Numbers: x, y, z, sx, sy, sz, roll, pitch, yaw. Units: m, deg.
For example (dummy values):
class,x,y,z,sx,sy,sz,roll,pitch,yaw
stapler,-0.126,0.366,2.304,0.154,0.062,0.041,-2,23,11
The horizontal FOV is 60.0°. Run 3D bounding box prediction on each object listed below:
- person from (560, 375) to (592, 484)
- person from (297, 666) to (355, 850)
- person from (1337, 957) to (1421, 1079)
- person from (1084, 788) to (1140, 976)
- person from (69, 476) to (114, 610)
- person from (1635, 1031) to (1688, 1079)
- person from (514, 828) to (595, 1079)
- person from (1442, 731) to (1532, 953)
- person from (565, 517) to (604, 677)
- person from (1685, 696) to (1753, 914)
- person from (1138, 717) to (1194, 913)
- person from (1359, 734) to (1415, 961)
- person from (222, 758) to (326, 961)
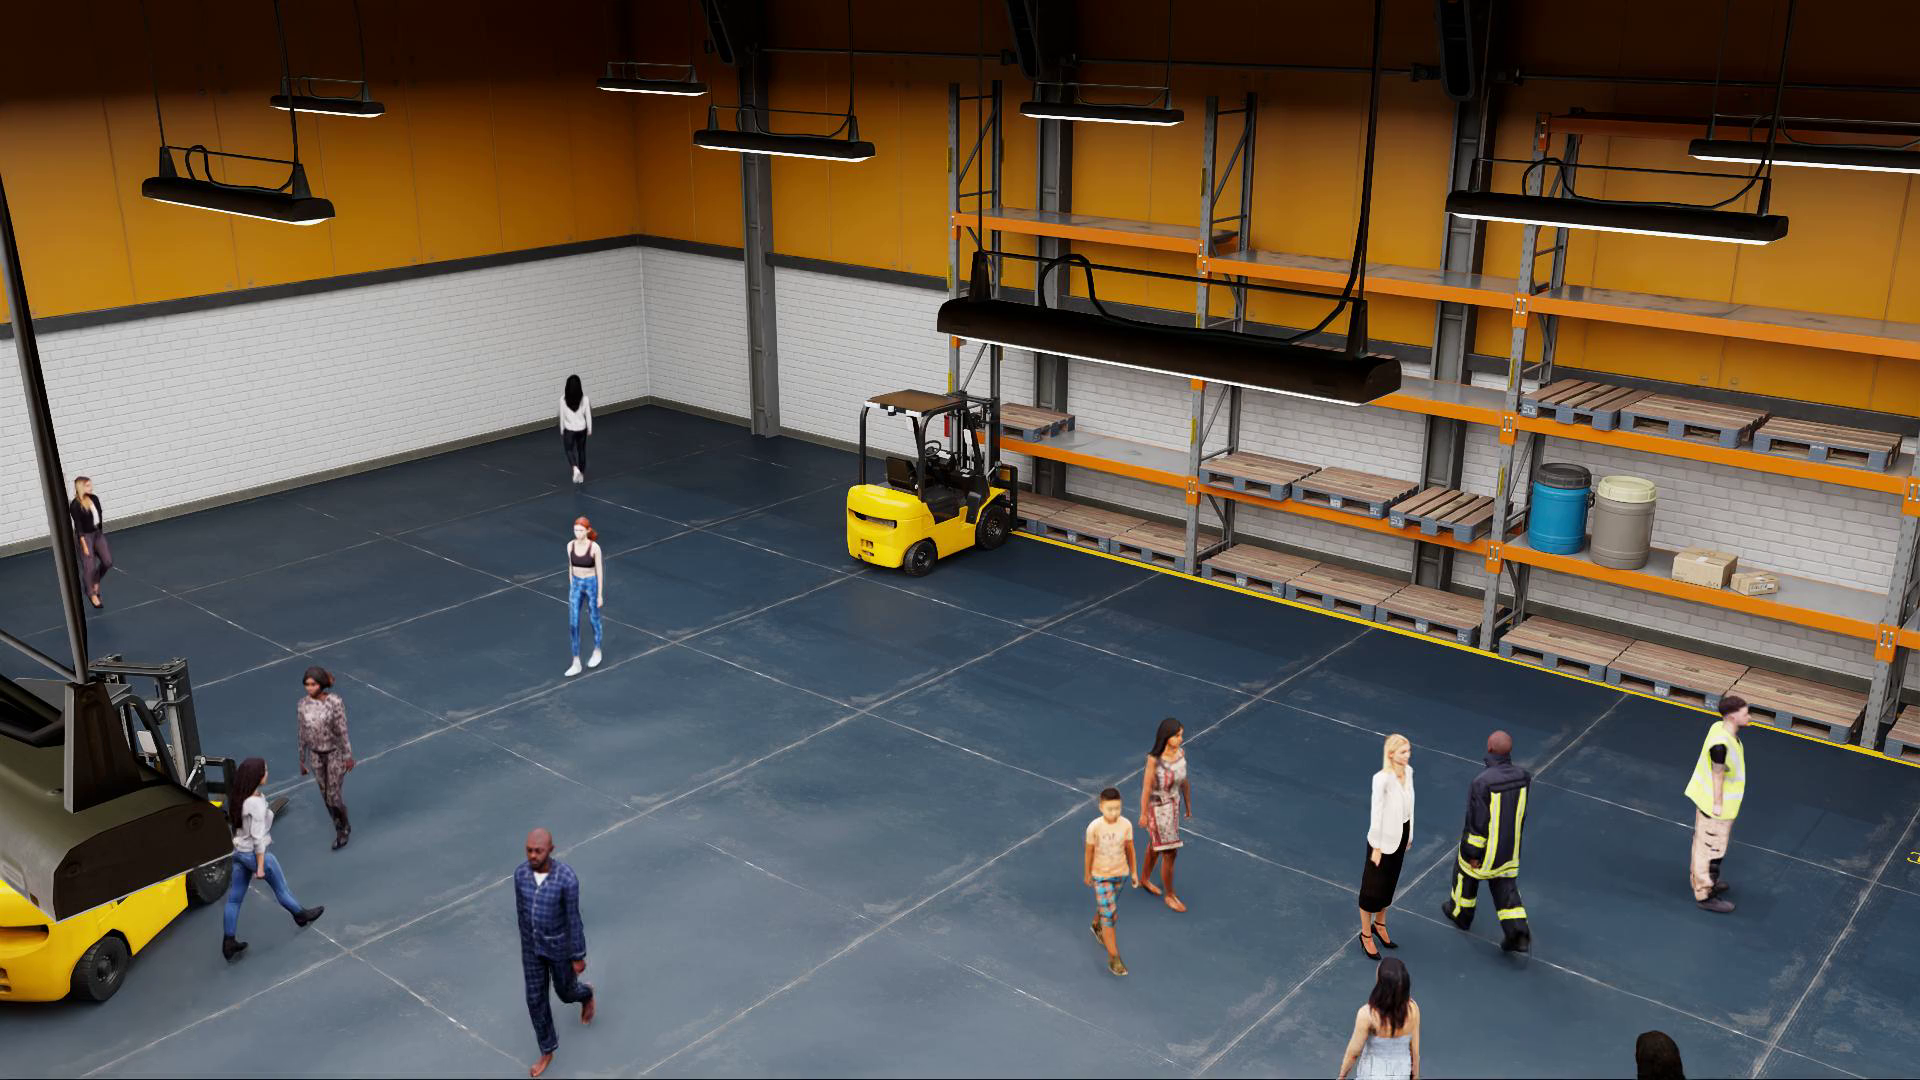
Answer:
class,x,y,z,sx,sy,sz,roll,pitch,yaw
person,-5.798,-1.640,25.085,0.851,1.686,0.961,-6,20,-18
person,-5.509,1.879,14.599,0.705,1.709,0.779,3,19,8
person,2.623,3.388,10.161,1.003,1.681,1.207,-6,19,-16
person,1.140,2.582,12.957,0.866,1.425,1.055,-6,20,-18
person,-10.630,0.025,20.181,0.752,1.660,0.715,7,20,19
person,3.909,3.605,9.330,0.847,1.801,0.888,-5,19,-14
person,-2.857,2.806,11.710,1.100,1.796,1.028,4,19,11
person,4.219,2.381,12.986,1.115,1.787,1.309,-6,20,-18
person,-4.089,0.576,18.383,0.966,1.762,0.920,4,19,12
person,6.227,2.122,13.660,0.841,1.847,0.804,7,20,20
person,1.614,2.207,13.759,0.705,1.623,0.858,-16,24,-39
person,3.323,2.367,12.916,0.640,1.858,0.555,-17,25,-40
person,-5.576,2.514,12.931,0.966,1.570,0.679,13,23,35
